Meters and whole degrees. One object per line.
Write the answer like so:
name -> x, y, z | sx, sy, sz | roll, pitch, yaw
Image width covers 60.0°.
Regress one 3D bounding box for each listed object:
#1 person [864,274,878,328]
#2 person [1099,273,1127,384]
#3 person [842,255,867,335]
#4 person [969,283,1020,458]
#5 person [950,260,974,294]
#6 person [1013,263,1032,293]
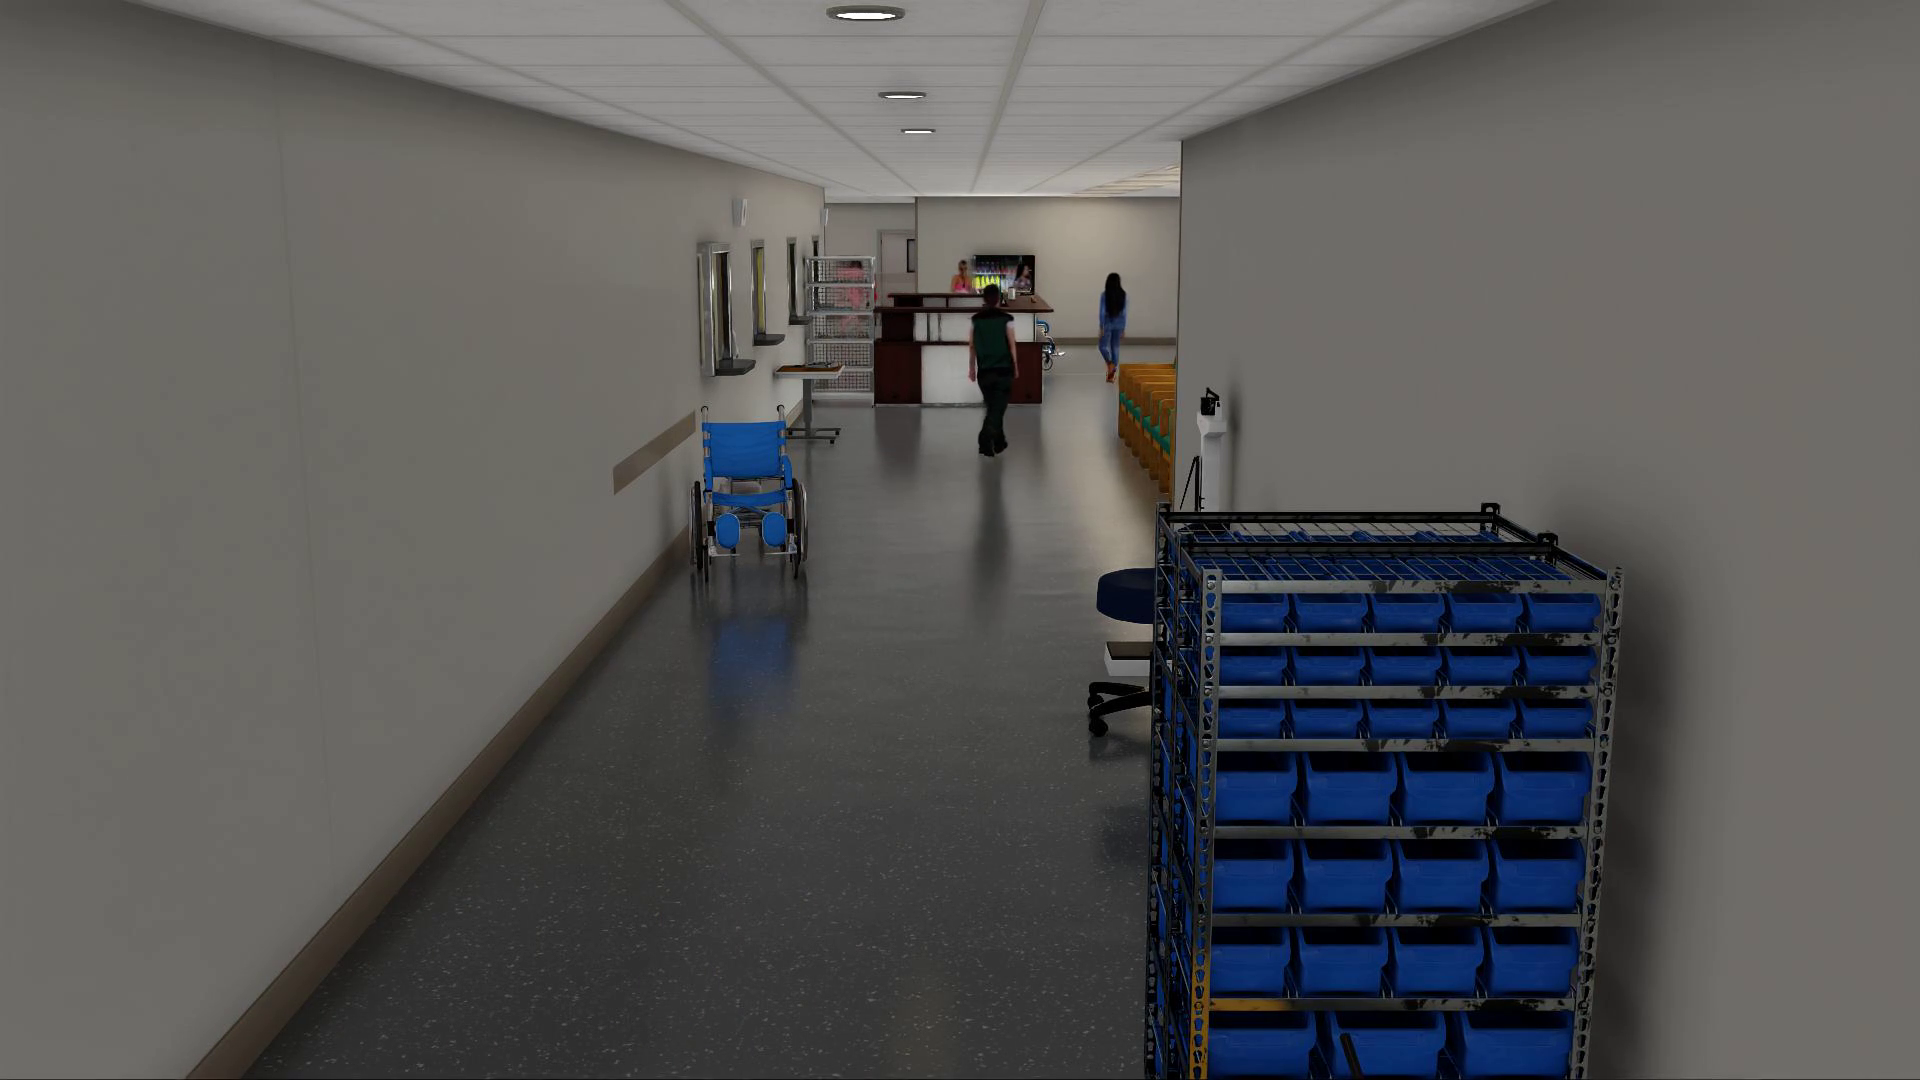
person -> -2.096, -5.783, 40.111 | 0.569, 1.274, 0.545 | 3, 11, 17
person -> 2.377, -3.247, 25.604 | 0.764, 1.699, 0.764 | -3, 11, -14
person -> -2.300, -5.227, 35.871 | 1.155, 1.762, 1.124 | 8, 13, 37
person -> 0.344, -1.729, 17.325 | 1.188, 1.804, 1.039 | 5, 12, 25
person -> 0.056, -4.304, 31.019 | 0.958, 1.757, 0.946 | -7, 13, -31
person -> 1.073, -4.236, 30.806 | 1.079, 1.703, 1.053 | -8, 13, -36
